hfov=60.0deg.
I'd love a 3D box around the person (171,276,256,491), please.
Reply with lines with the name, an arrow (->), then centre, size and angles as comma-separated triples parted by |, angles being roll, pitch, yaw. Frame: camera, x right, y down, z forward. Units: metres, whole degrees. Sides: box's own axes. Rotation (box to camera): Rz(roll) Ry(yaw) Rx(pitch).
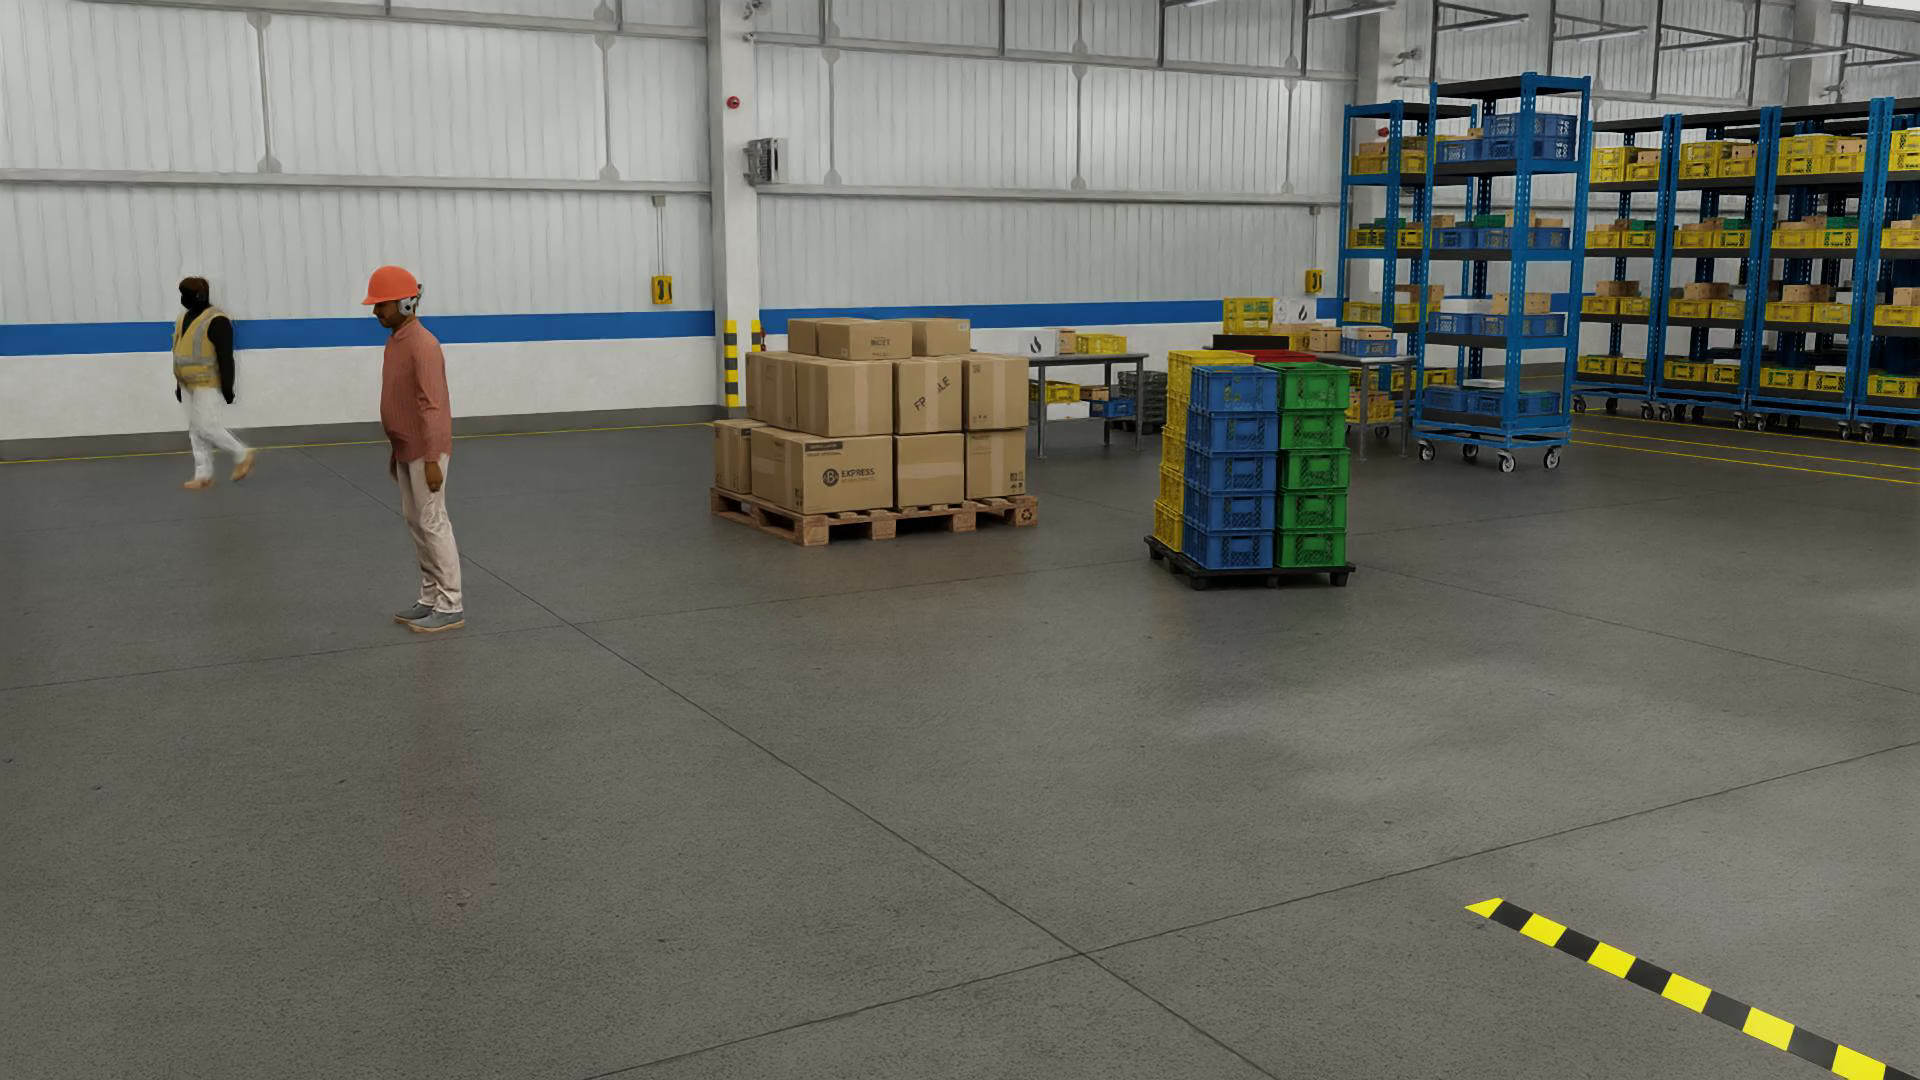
person -> -6.450, -1.337, 14.233 | 0.630, 1.828, 0.516 | 7, 12, 35

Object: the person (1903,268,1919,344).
person -> 14.624, -3.334, 25.670 | 0.992, 1.775, 0.704 | 1, 10, 5

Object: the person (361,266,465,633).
person -> -2.959, -0.479, 8.964 | 0.434, 1.976, 0.613 | -7, 12, -34
